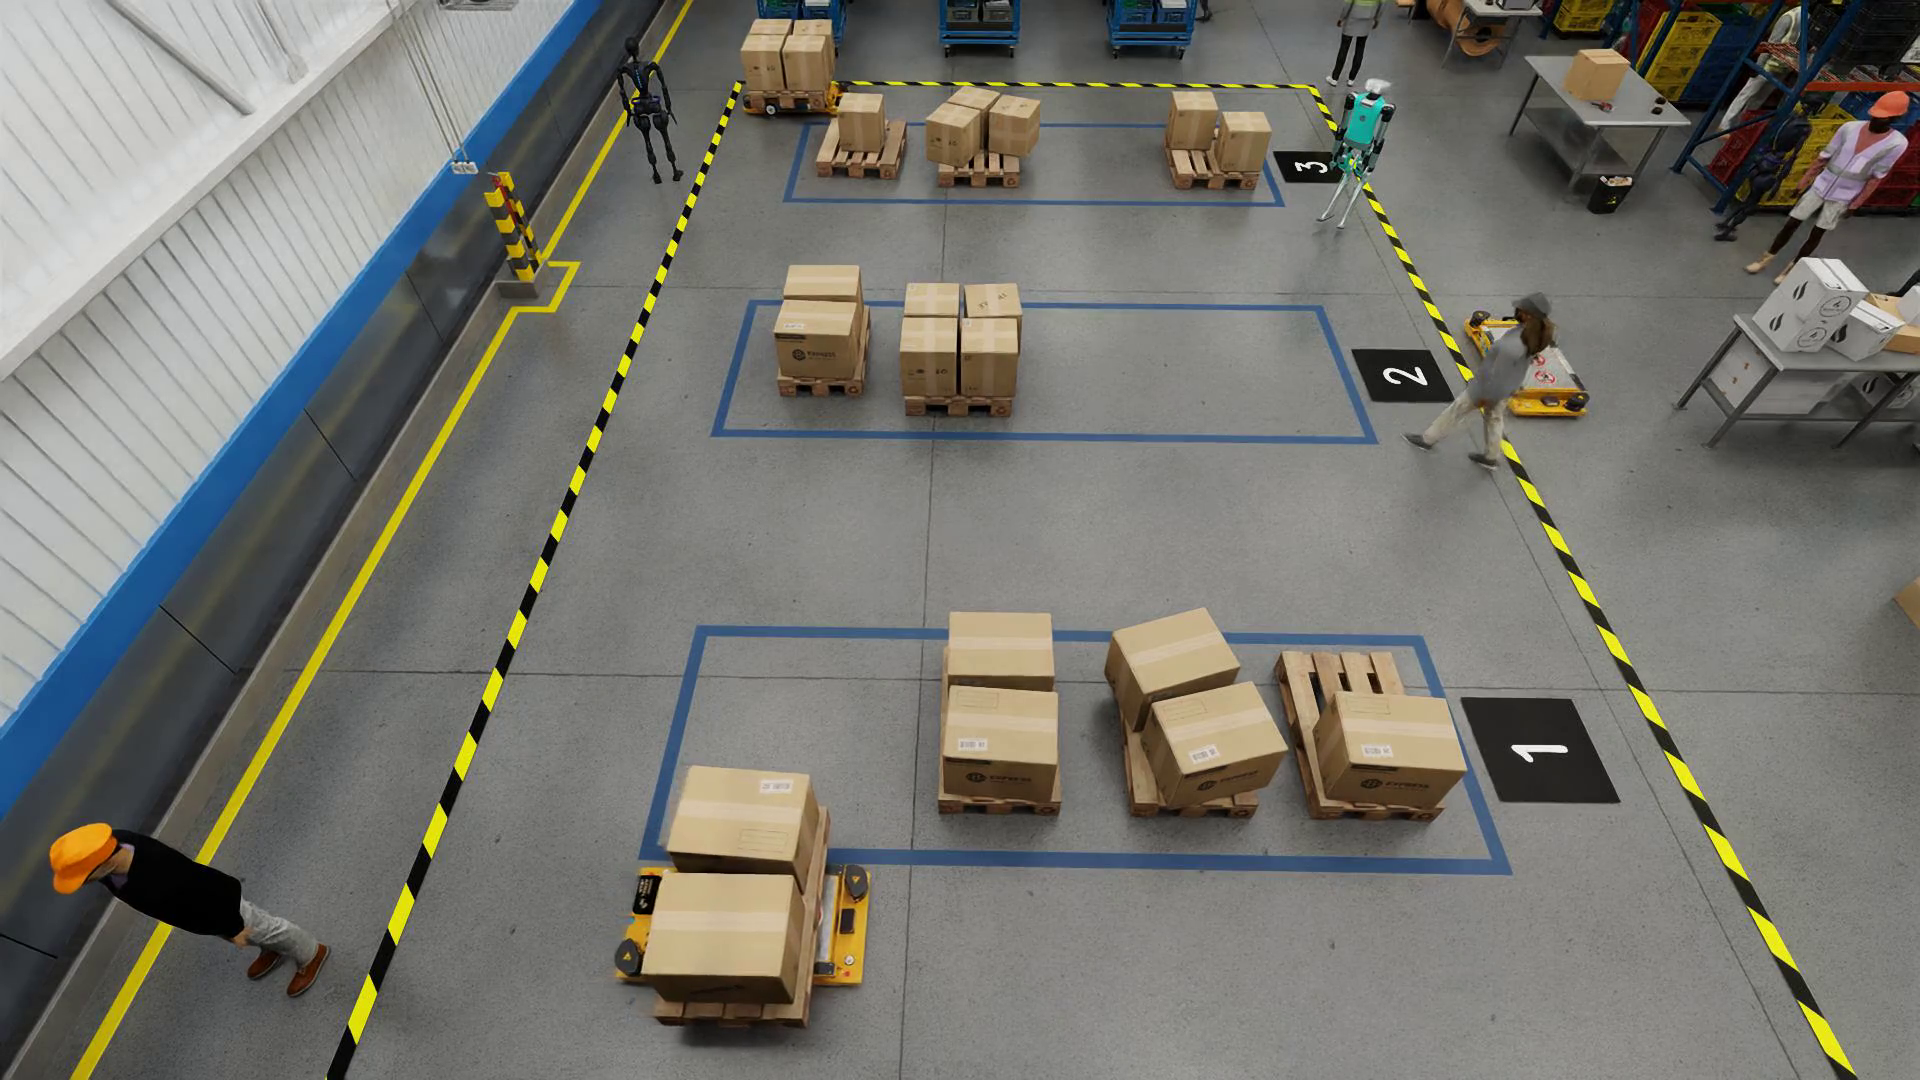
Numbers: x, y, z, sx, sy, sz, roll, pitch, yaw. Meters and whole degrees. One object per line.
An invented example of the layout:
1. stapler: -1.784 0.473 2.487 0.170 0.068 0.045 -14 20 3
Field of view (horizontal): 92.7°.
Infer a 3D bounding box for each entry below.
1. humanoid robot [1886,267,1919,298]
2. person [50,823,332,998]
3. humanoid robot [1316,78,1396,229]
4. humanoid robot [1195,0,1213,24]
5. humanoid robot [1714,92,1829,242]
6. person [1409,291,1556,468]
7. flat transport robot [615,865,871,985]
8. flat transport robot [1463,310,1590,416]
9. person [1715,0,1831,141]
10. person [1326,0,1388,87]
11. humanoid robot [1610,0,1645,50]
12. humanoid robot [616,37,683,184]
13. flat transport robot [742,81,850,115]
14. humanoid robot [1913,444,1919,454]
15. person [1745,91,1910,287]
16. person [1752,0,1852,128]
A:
1. humanoid robot: 10.146 -3.091 9.267 0.599 1.657 0.315 -31 56 -24
2. person: -3.971 1.936 4.794 0.585 1.879 0.382 17 51 14
3. humanoid robot: 4.487 -4.352 10.240 0.533 1.677 0.735 34 57 26
4. humanoid robot: 3.949 -9.071 14.447 0.346 1.646 0.609 6 49 5
5. humanoid robot: 8.959 -4.087 10.137 0.333 1.649 0.612 9 50 8
6. person: 4.505 -1.350 7.725 0.571 1.763 0.509 -30 55 -23
7. flat transport robot: -1.283 2.299 5.525 1.431 0.197 0.652 1 49 1
8. flat transport robot: 5.573 -1.757 9.054 0.659 0.231 1.431 1 49 1
9. person: 10.505 -6.097 11.770 0.623 1.843 0.431 -7 49 -6
10. person: 5.614 -7.361 12.857 0.598 1.850 0.387 2 49 2
11. humanoid robot: 9.824 -7.627 13.202 0.889 1.830 0.555 -2 49 -2
12. humanoid robot: -3.763 -5.169 11.064 0.599 1.659 0.315 -8 50 -7
13. flat transport robot: -2.309 -6.256 12.930 1.431 0.197 0.652 1 49 1
14. humanoid robot: 8.680 -1.206 7.653 0.535 1.869 0.844 6 49 5
15. person: 9.018 -3.606 9.497 0.420 2.031 0.608 -23 53 -19
16. person: 10.880 -6.060 11.752 0.404 1.824 0.595 21 52 17
